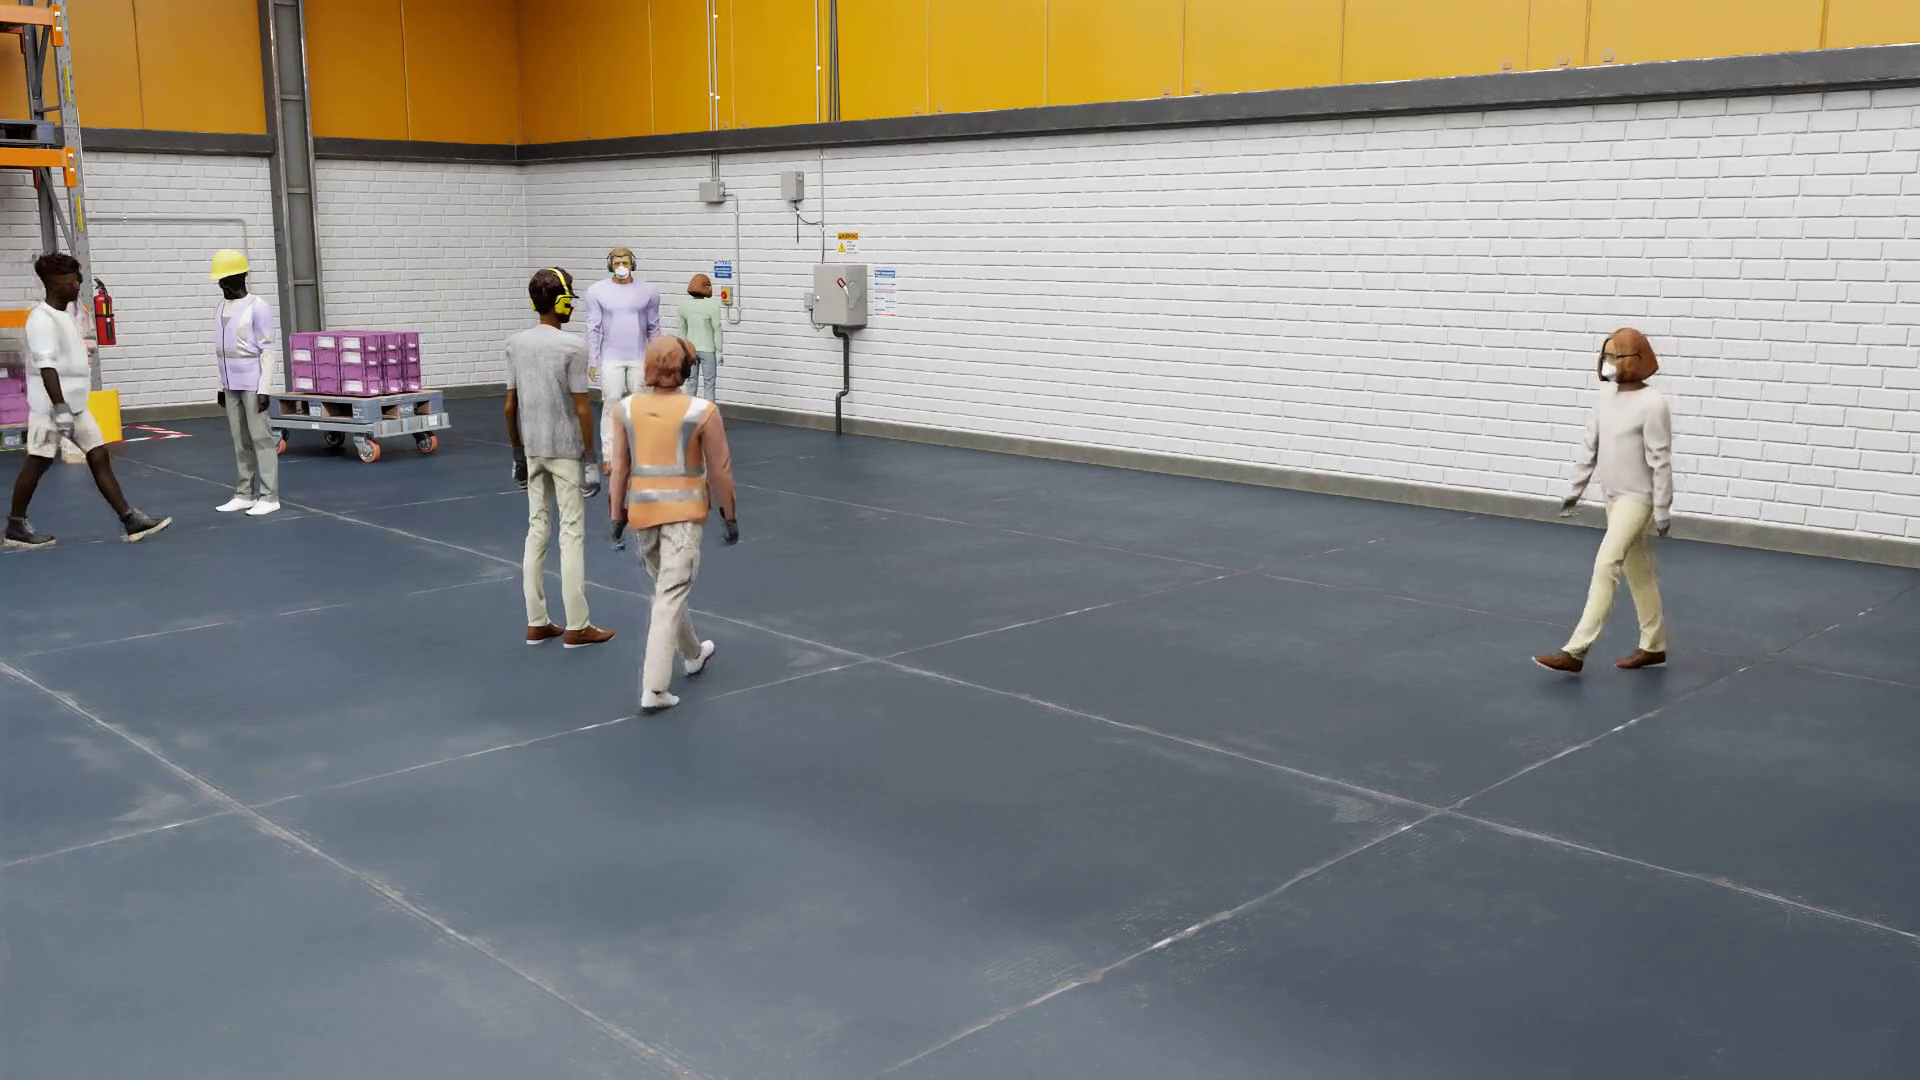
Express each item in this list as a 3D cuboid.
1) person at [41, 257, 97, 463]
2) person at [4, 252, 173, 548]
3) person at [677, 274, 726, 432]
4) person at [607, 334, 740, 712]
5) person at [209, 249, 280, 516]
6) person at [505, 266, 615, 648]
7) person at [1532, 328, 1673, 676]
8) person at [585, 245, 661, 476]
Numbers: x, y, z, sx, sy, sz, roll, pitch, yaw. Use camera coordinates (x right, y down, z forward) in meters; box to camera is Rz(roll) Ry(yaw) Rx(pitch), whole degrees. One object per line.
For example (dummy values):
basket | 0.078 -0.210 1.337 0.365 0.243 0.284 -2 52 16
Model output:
person | -7.941 -1.610 14.870 0.429 1.841 0.633 -7 12 -33
person | -5.766 -0.897 10.774 1.032 1.910 0.621 -2 11 -9
person | -2.650 -1.907 17.052 0.503 1.631 0.283 4 11 22
person | -1.239 -0.093 7.283 0.537 1.590 0.872 4 11 19
person | -5.204 -1.136 12.070 0.585 1.920 0.373 6 12 31
person | -1.995 -0.402 8.204 0.518 1.870 0.323 5 12 26
person | 2.968 -0.165 7.639 0.800 1.598 0.513 -1 10 -6
person | -2.837 -1.513 14.073 0.635 1.937 0.353 -4 11 -19
